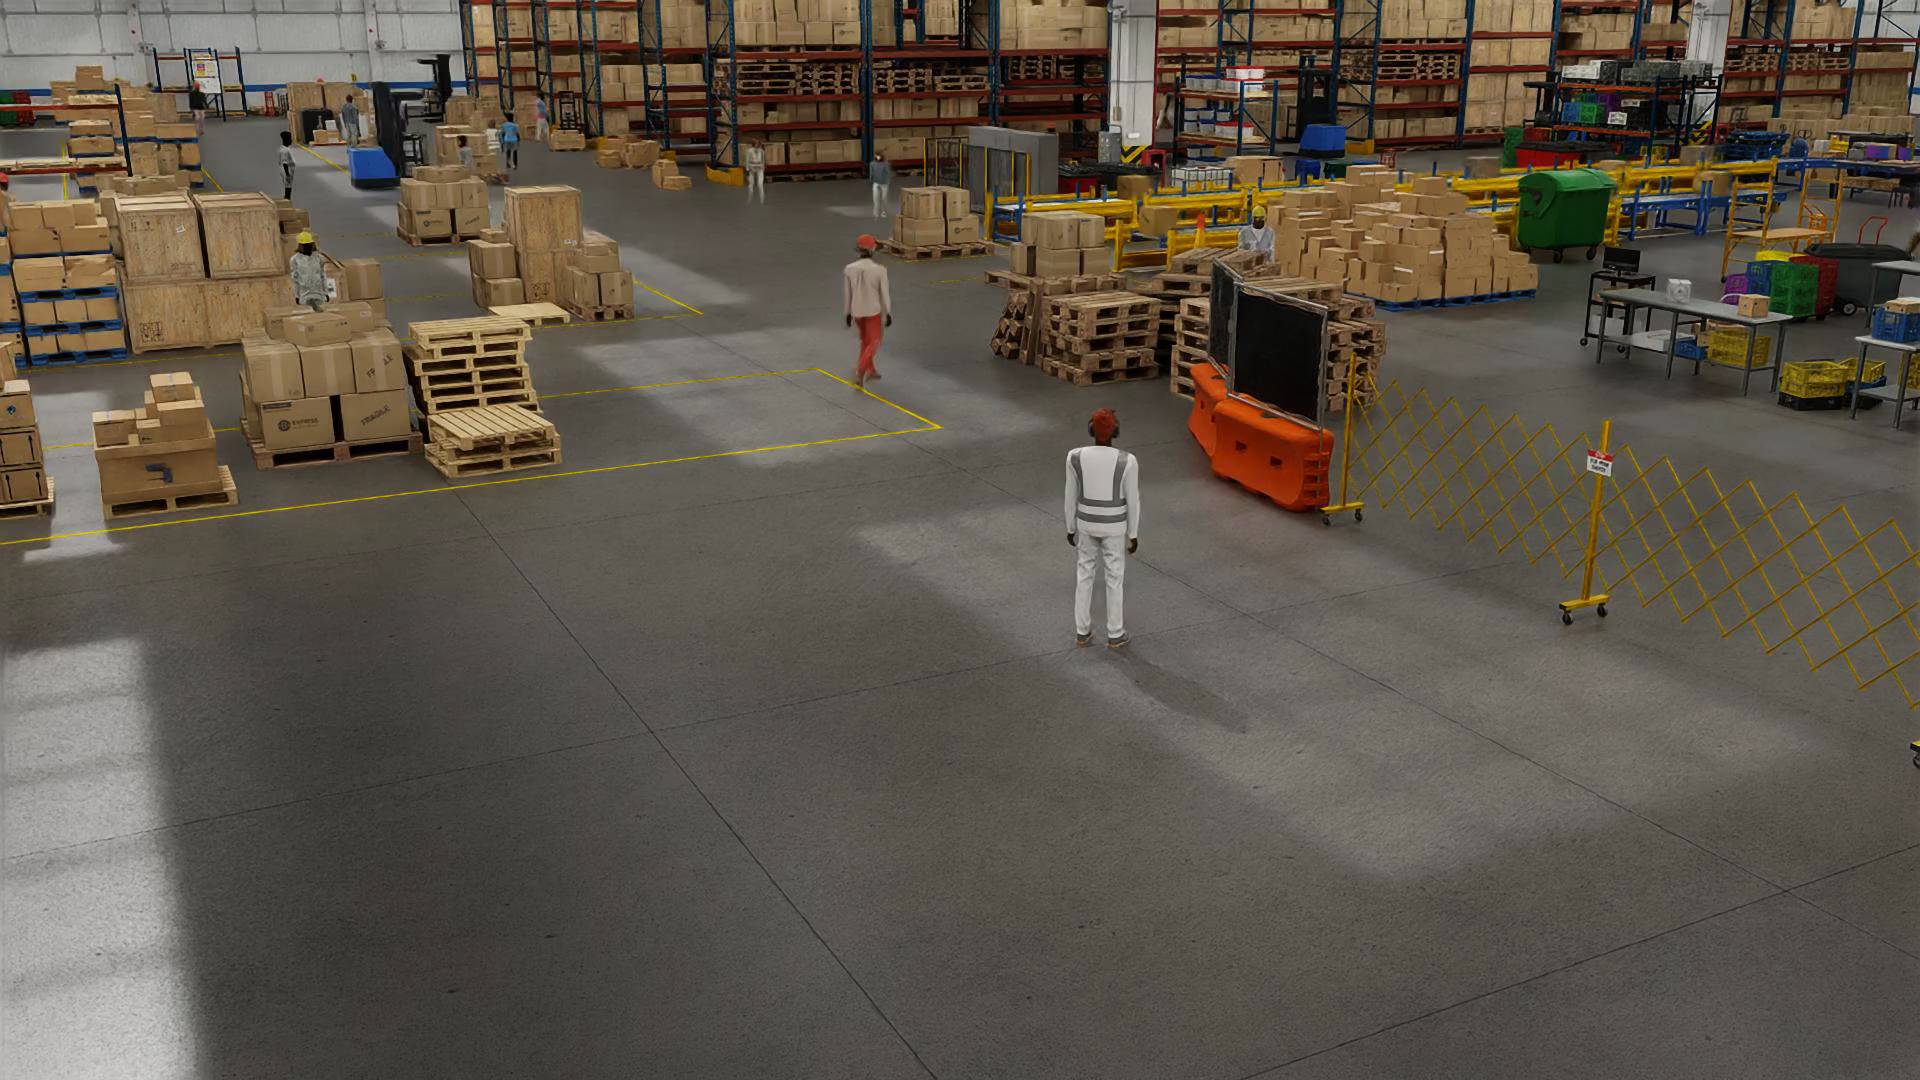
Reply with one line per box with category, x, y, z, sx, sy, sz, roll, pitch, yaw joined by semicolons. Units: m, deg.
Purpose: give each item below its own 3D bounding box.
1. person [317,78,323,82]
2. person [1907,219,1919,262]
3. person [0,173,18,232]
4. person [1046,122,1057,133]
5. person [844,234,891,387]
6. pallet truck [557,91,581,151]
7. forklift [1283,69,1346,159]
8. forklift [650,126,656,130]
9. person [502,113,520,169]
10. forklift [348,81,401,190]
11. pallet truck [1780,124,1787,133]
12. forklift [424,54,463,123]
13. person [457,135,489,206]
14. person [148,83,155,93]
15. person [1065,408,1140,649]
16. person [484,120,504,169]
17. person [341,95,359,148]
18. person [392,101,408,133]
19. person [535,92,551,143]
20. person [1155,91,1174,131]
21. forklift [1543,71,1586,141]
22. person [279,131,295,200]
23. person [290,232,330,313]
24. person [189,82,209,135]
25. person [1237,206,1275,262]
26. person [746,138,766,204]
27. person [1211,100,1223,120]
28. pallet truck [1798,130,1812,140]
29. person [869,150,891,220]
person;-26.382;-18.084;68.740;0.548;1.932;0.377;13;22;35
person;18.554;-6.159;31.648;1.011;1.881;0.544;-2;18;-8
person;-17.255;-5.647;30.011;0.576;1.907;0.708;1;18;3
person;2.278;-9.875;43.195;0.823;1.912;0.555;-11;21;-31
person;-1.221;-2.963;21.542;0.625;1.974;0.829;9;20;25
pallet truck;-13.495;-14.412;57.188;0.823;1.965;1.885;-3;18;-9
forklift;11.615;-13.871;54.079;1.129;2.768;1.873;-9;20;-27
forklift;-12.155;-17.996;66.939;1.129;2.768;1.873;-9;20;-26
person;-13.621;-12.125;50.550;0.550;1.683;0.366;0;18;1
forklift;-15.619;-10.988;45.089;1.873;2.768;1.129;-9;20;-26
pallet truck;25.206;-12.542;52.601;1.601;1.201;0.680;0;18;-2
forklift;-21.812;-19.177;70.619;1.873;2.768;1.129;-9;20;-26
person;-11.841;-8.832;40.072;0.929;1.838;0.521;9;20;26
person;-31.714;-16.949;65.220;0.711;1.923;0.642;-3;18;-10
person;1.089;-0.084;12.702;0.583;1.884;0.350;6;19;19
person;-13.611;-11.437;48.546;0.527;1.605;0.810;-1;18;-3
person;-20.486;-13.990;55.969;0.635;1.936;0.351;9;20;26
person;-19.667;-14.738;58.335;0.596;1.915;0.374;-3;18;-10
person;-15.096;-15.370;60.491;0.914;1.803;0.632;-5;19;-17
person;8.174;-17.105;65.943;0.995;1.789;0.632;-7;19;-20
forklift;18.685;-13.231;52.085;1.873;2.768;1.129;-9;20;-26
person;-15.952;-8.706;39.477;0.394;1.958;0.599;-6;19;-18
person;-9.168;-3.478;23.510;0.484;1.744;0.296;-13;22;-35
person;-29.307;-16.635;64.166;0.855;1.958;0.659;17;24;42
person;4.579;-4.249;25.764;0.591;1.837;0.403;-1;18;-5
person;-5.151;-9.301;41.870;0.521;1.612;0.699;-7;19;-20
person;8.355;-13.394;53.981;0.633;2.008;0.894;-10;20;-28
pallet truck;25.526;-11.556;49.408;1.630;1.274;0.653;-9;20;-26
person;-1.852;-8.286;38.744;0.512;1.590;0.846;2;18;6
